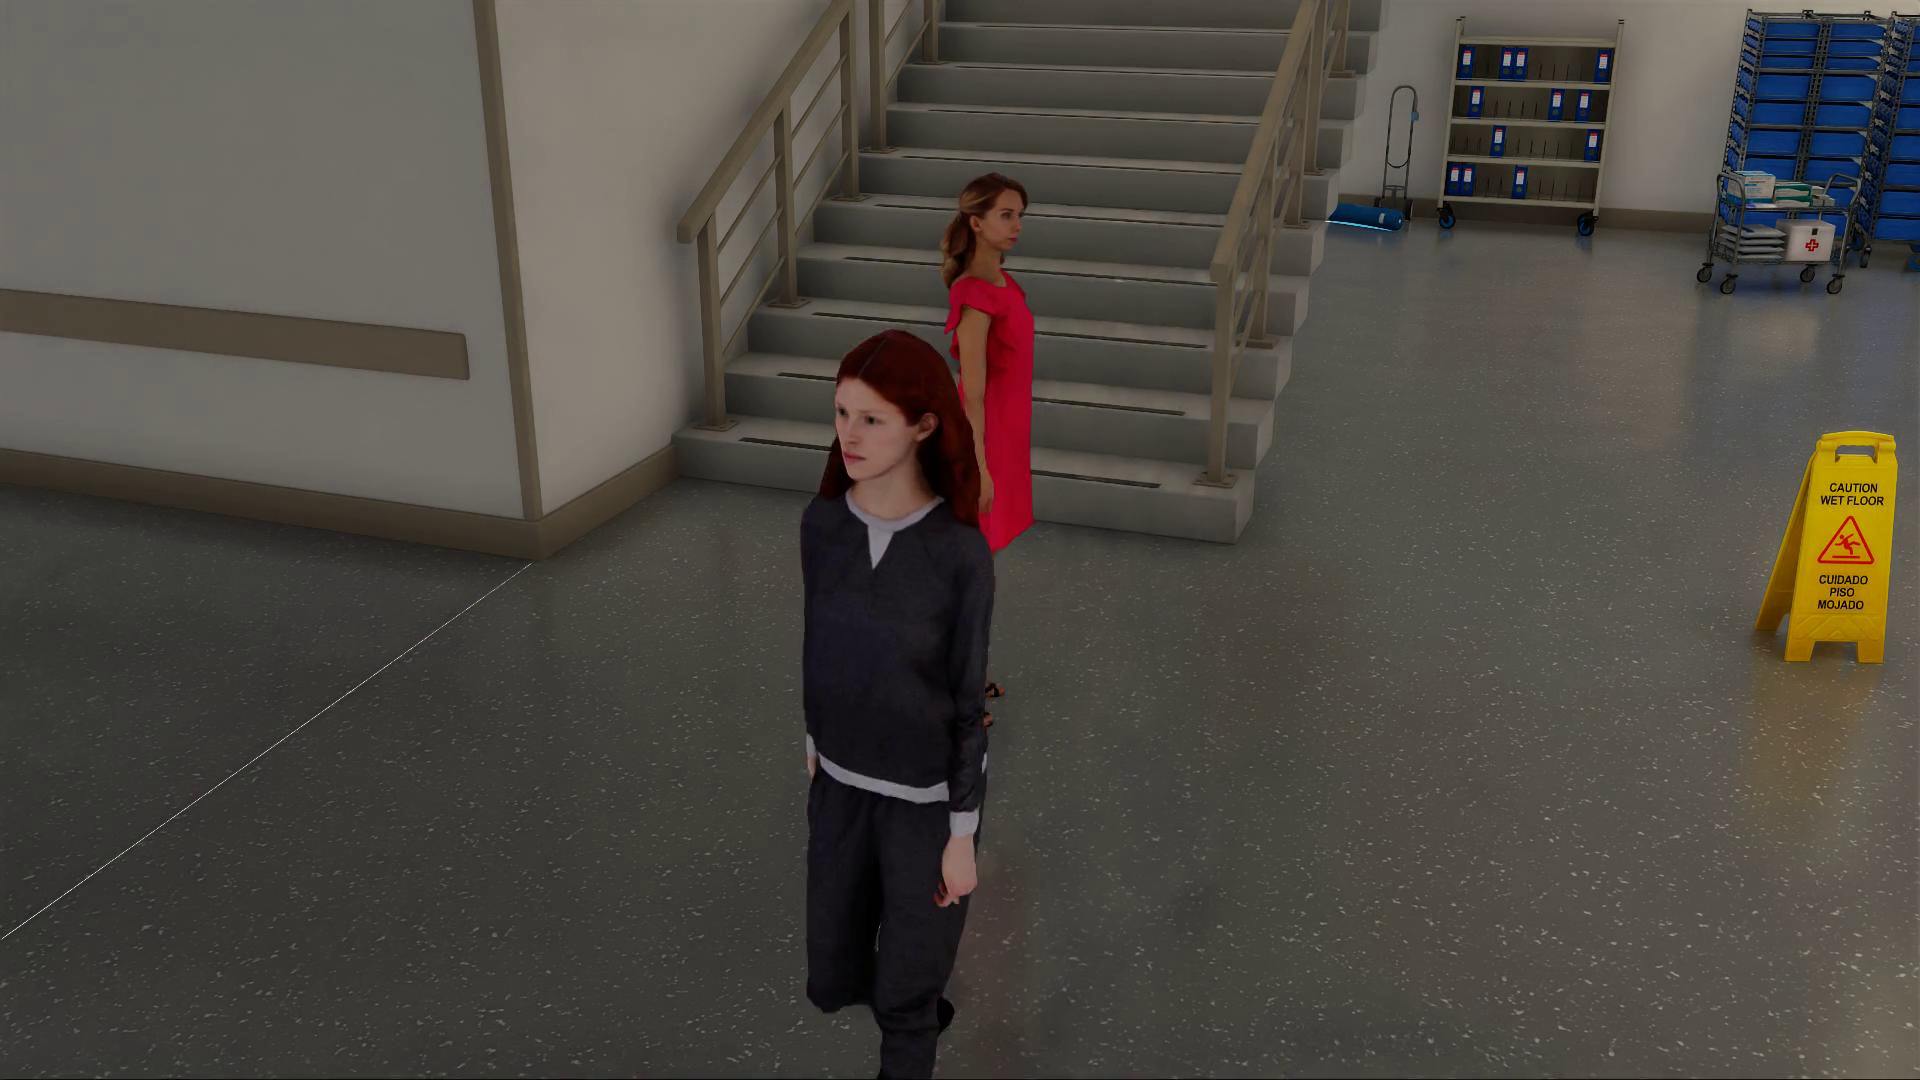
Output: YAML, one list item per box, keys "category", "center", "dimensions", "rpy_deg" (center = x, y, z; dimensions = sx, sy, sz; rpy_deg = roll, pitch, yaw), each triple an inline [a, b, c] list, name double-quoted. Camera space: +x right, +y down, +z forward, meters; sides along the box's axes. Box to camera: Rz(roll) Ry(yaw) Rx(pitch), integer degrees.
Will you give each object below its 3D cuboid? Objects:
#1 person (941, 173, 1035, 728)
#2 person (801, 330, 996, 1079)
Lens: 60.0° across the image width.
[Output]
- category: "person"
  center: [0.059, -0.273, 5.154]
  dimensions: [0.657, 1.727, 0.512]
  rpy_deg: [4, 21, 12]
- category: "person"
  center: [-0.073, 0.467, 3.140]
  dimensions: [0.675, 1.770, 0.781]
  rpy_deg: [13, 24, 31]
